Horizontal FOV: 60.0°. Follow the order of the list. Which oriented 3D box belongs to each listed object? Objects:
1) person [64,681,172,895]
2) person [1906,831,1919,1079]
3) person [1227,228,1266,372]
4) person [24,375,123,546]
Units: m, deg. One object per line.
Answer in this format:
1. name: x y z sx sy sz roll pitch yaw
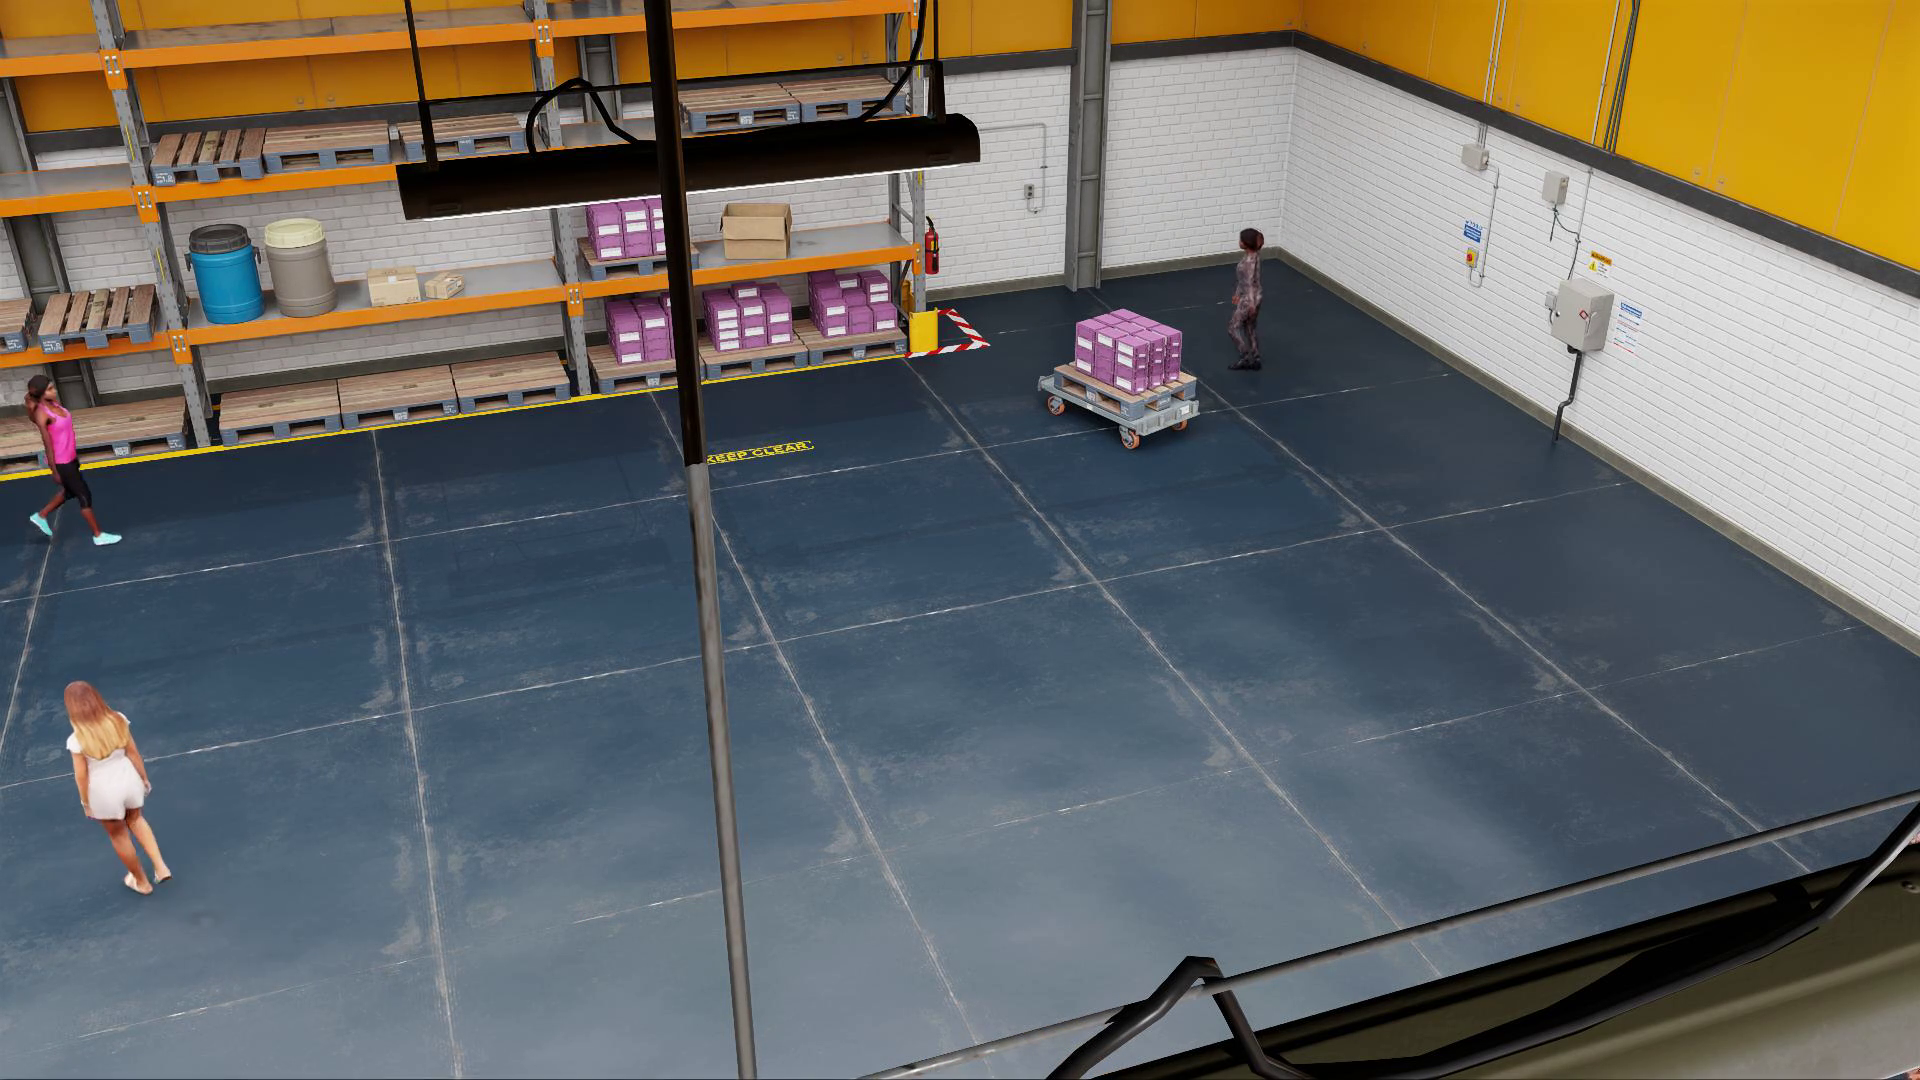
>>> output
1. person: -5.495 1.681 10.921 0.825 1.681 0.778 18 33 29
2. person: 5.497 2.368 9.504 1.294 1.832 1.115 8 30 14
3. person: 3.401 -2.715 18.966 0.790 1.695 0.728 9 30 15
4. person: -8.319 -0.712 15.286 1.107 1.702 0.775 -1 29 -2
